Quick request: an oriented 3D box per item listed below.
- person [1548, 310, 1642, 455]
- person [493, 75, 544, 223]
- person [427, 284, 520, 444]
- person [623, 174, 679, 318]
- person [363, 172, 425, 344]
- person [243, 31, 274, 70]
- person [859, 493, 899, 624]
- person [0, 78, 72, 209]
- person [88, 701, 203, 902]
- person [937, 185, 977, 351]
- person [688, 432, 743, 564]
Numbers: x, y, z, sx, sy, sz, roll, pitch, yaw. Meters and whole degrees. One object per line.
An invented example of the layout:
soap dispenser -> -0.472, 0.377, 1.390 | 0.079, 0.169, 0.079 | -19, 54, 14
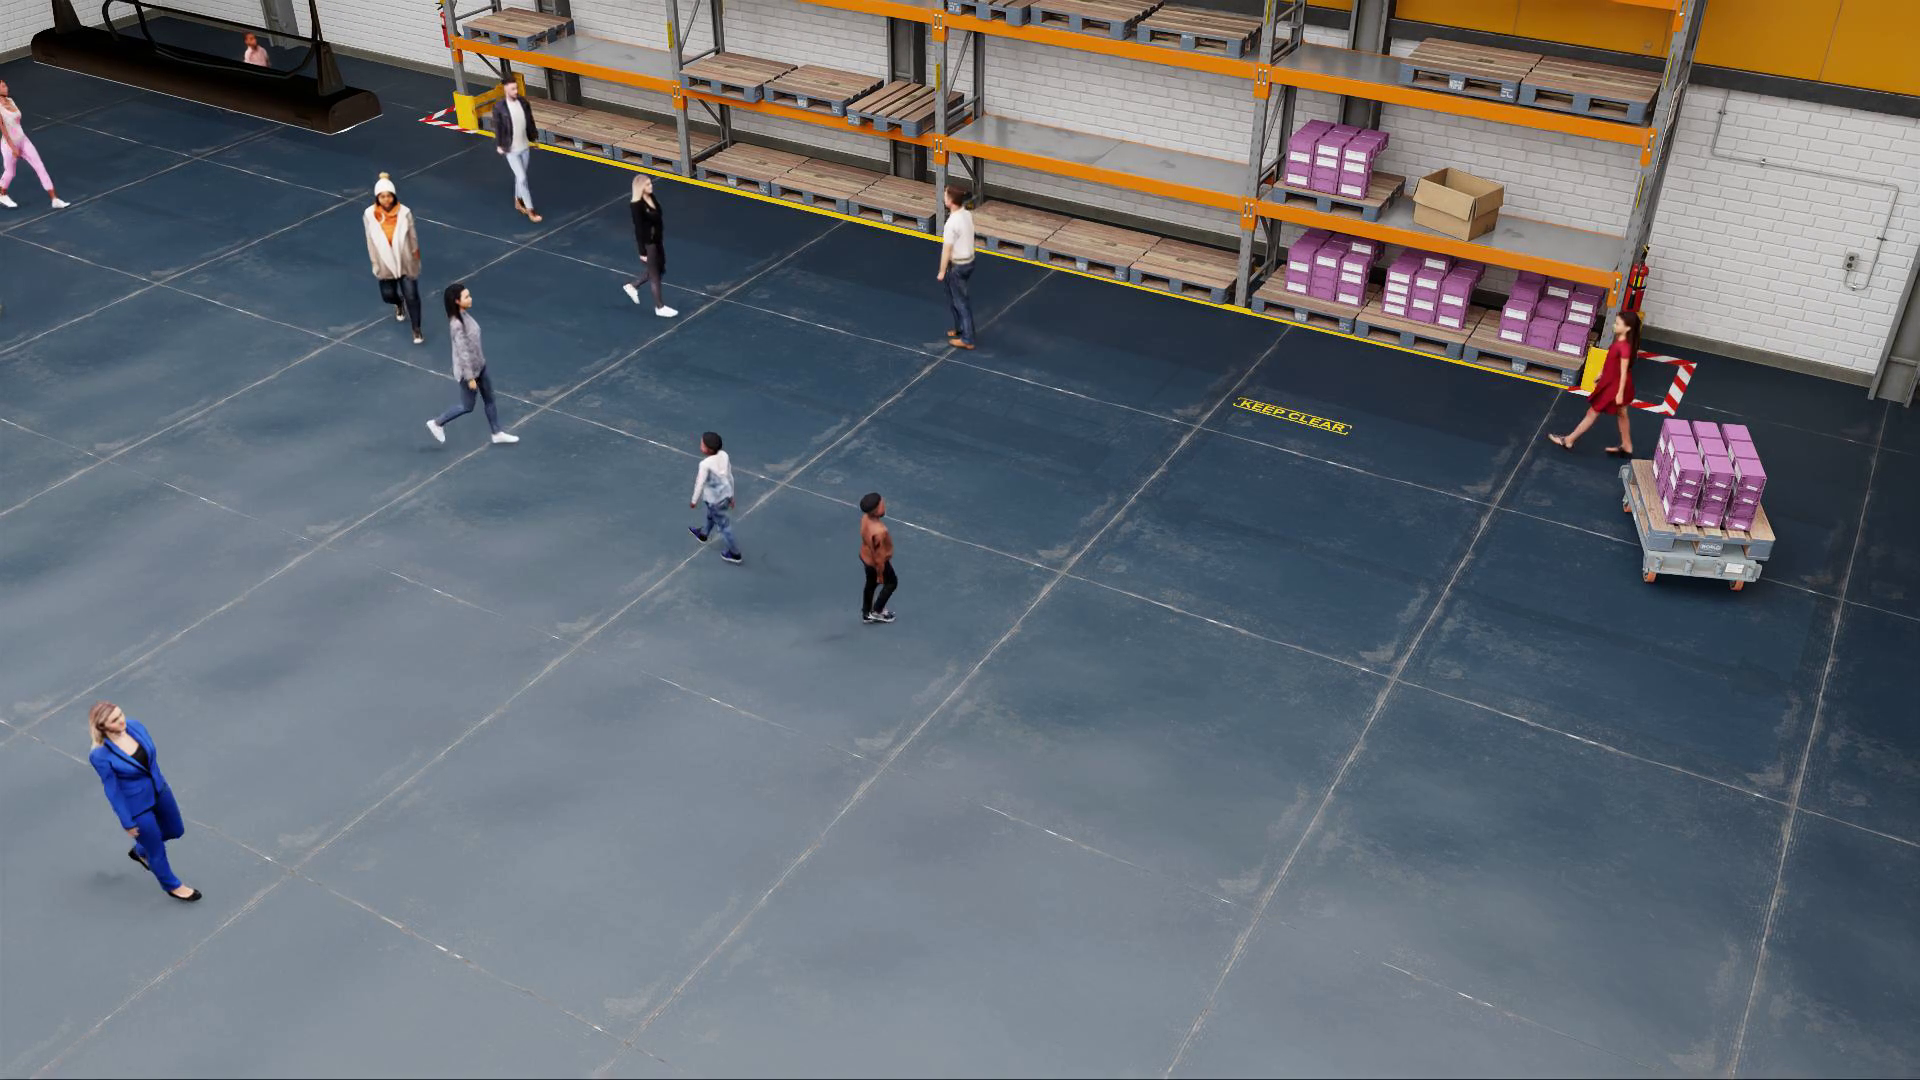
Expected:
person -> 6.363, -1.474, 15.951 | 1.098, 1.509, 0.749 | 8, 34, 11
person -> -5.618, -4.949, 20.902 | 1.041, 1.815, 0.826 | 29, 43, 36
person -> -4.806, -1.642, 16.021 | 1.151, 1.710, 0.976 | -2, 34, -3
person -> -3.530, -3.280, 18.519 | 0.941, 1.673, 0.753 | 9, 35, 13
person -> -6.132, -3.087, 18.051 | 1.032, 1.871, 1.090 | -9, 35, -13
person -> -10.142, -6.692, 24.016 | 0.919, 1.271, 0.521 | 16, 37, 22
person -> -0.756, 0.175, 13.707 | 0.679, 1.246, 0.591 | -16, 37, -22
person -> -12.034, -4.973, 21.044 | 1.238, 1.698, 0.813 | 7, 34, 11
person -> -5.480, 1.728, 10.971 | 0.860, 1.688, 0.749 | 7, 34, 11
person -> 0.092, -2.883, 17.777 | 0.709, 1.835, 0.706 | 12, 35, 17
person -> -2.081, -0.348, 14.512 | 0.842, 1.226, 0.465 | 18, 38, 25
